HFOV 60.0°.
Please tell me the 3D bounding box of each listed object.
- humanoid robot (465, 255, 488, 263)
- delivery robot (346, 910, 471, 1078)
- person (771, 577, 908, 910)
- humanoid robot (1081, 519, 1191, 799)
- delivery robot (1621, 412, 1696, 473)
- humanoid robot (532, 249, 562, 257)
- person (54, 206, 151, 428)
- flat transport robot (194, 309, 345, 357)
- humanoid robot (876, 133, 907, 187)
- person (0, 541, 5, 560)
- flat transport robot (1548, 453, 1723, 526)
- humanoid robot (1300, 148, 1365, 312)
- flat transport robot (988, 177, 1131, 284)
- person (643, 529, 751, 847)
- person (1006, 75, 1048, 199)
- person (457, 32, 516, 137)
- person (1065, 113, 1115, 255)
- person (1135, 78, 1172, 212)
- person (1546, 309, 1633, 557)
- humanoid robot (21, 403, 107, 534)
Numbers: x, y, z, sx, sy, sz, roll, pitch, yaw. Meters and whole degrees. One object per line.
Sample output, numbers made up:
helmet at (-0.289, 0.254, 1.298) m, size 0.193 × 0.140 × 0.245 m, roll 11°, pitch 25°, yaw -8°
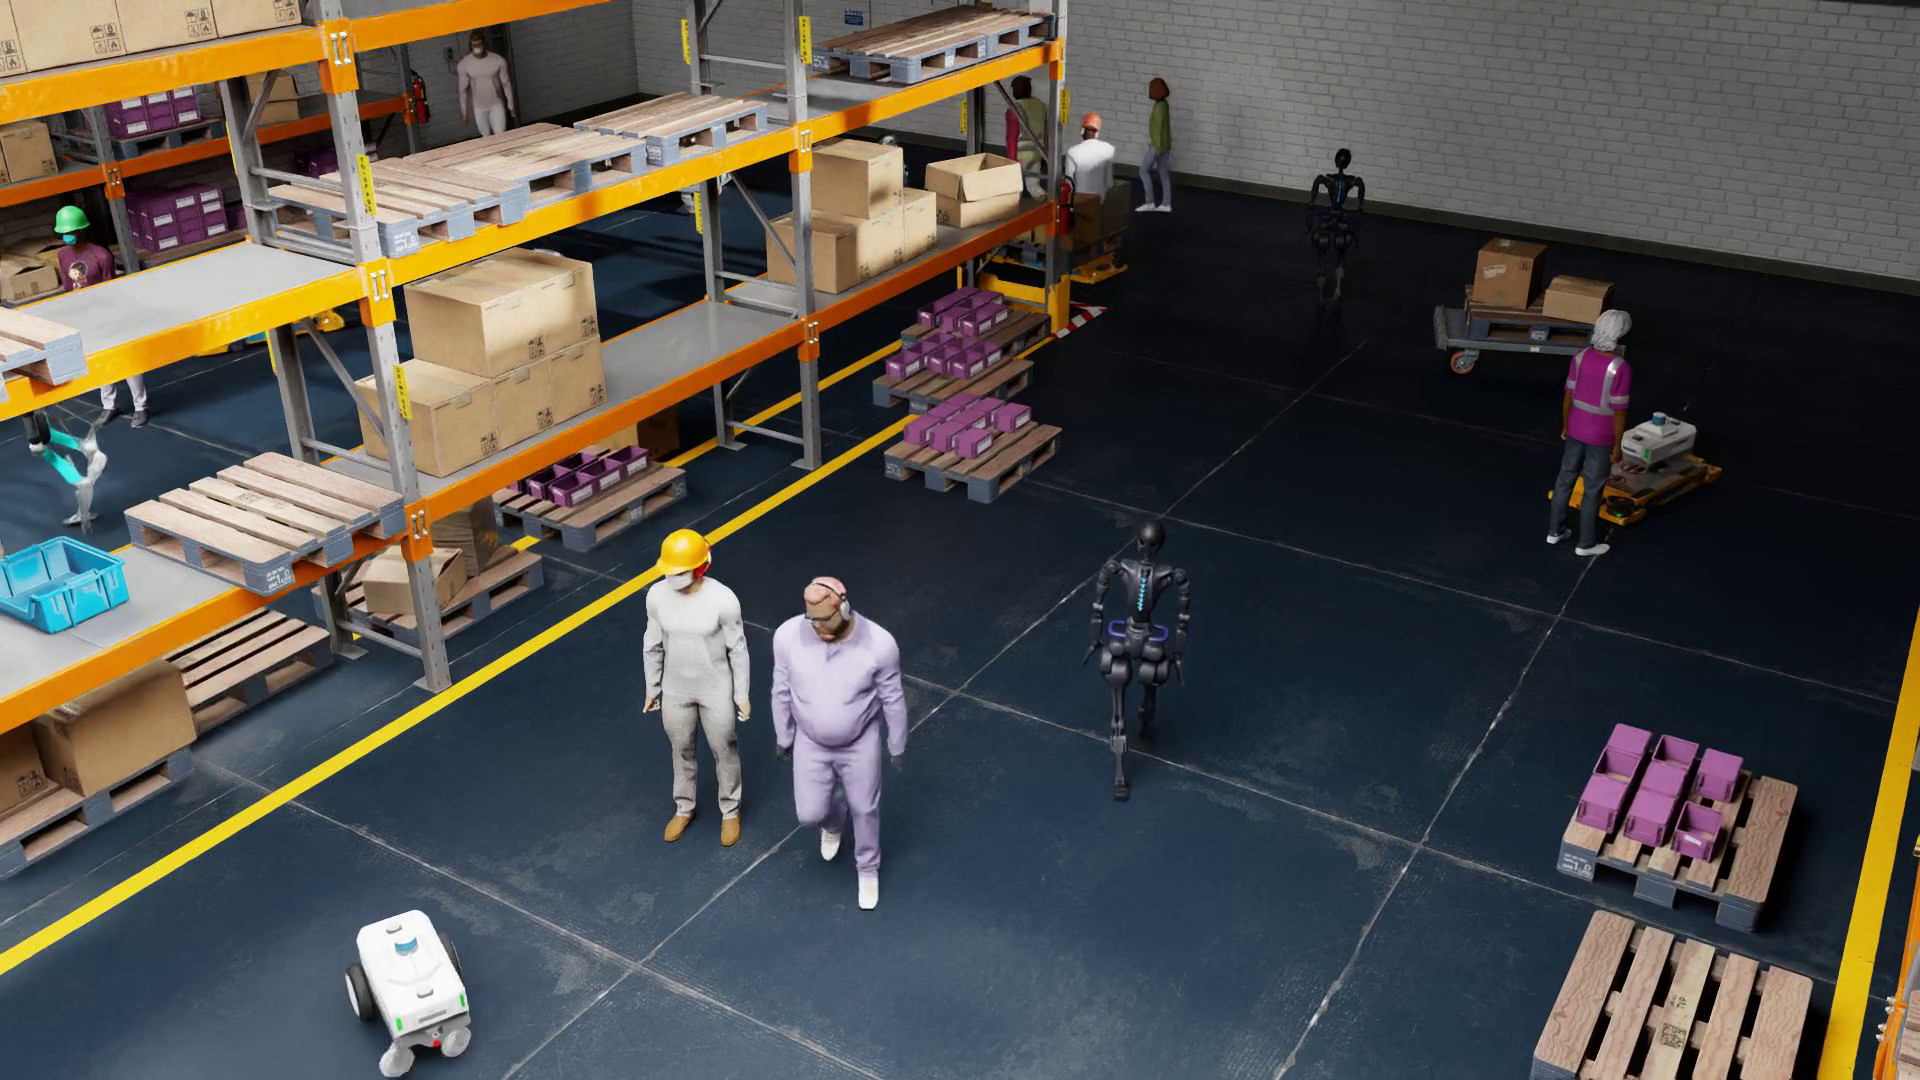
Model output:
humanoid robot at (-4.984, -3.232, 17.022) m, size 0.612 × 1.632 × 0.626 m, roll -3°, pitch 27°, yaw -6°
delivery robot at (-2.578, 2.076, 7.786) m, size 0.526 × 0.590 × 0.762 m, roll -16°, pitch 31°, yaw -28°
person at (-0.601, 1.000, 8.440) m, size 0.704 × 1.883 × 0.495 m, roll 1°, pitch 27°, yaw 3°
humanoid robot at (0.994, 0.617, 9.486) m, size 0.603 × 1.625 × 0.786 m, roll 4°, pitch 27°, yaw 7°
delivery robot at (5.538, -0.736, 13.308) m, size 0.747 × 0.572 × 0.499 m, roll -18°, pitch 32°, yaw -32°
humanoid robot at (-3.196, -1.535, 13.704) m, size 0.546 × 1.877 × 0.733 m, roll 18°, pitch 32°, yaw 31°
person at (-7.283, -1.884, 14.070) m, size 0.487 × 1.942 × 0.436 m, roll 4°, pitch 27°, yaw 7°
flat transport robot at (-6.881, -2.111, 16.358) m, size 1.431 × 0.231 × 0.659 m, roll -19°, pitch 33°, yaw -33°
humanoid robot at (-0.759, -3.473, 17.523) m, size 0.740 × 1.621 × 0.613 m, roll -23°, pitch 35°, yaw -38°
person at (-5.957, 0.344, 9.934) m, size 0.565 × 1.696 × 0.790 m, roll -9°, pitch 28°, yaw -17°
flat transport robot at (5.357, -0.483, 13.149) m, size 1.431 × 0.231 × 0.659 m, roll -20°, pitch 33°, yaw -34°
humanoid robot at (3.759, -3.146, 16.842) m, size 0.597 × 1.653 × 0.365 m, roll 3°, pitch 27°, yaw 7°
flat transport robot at (1.074, -3.105, 18.316) m, size 1.431 × 0.231 × 0.659 m, roll 20°, pitch 33°, yaw 34°
person at (-1.399, 0.789, 8.849) m, size 0.584 × 1.892 × 0.369 m, roll 4°, pitch 27°, yaw 7°
person at (0.812, -4.450, 19.274) m, size 0.638 × 1.807 × 0.754 m, roll -22°, pitch 34°, yaw -37°
person at (-6.014, -5.479, 21.175) m, size 0.664 × 1.908 × 0.894 m, roll -5°, pitch 27°, yaw -10°
person at (1.373, -3.698, 17.872) m, size 0.595 × 1.726 × 0.384 m, roll -9°, pitch 28°, yaw -17°
person at (2.341, -4.751, 20.062) m, size 0.550 × 1.619 × 0.507 m, roll 9°, pitch 28°, yaw 17°
person at (4.559, -0.773, 11.978) m, size 0.338 × 1.846 × 0.509 m, roll -17°, pitch 31°, yaw -29°
humanoid robot at (-6.644, -0.833, 12.313) m, size 0.728 × 1.873 × 0.539 m, roll -14°, pitch 30°, yaw -26°
